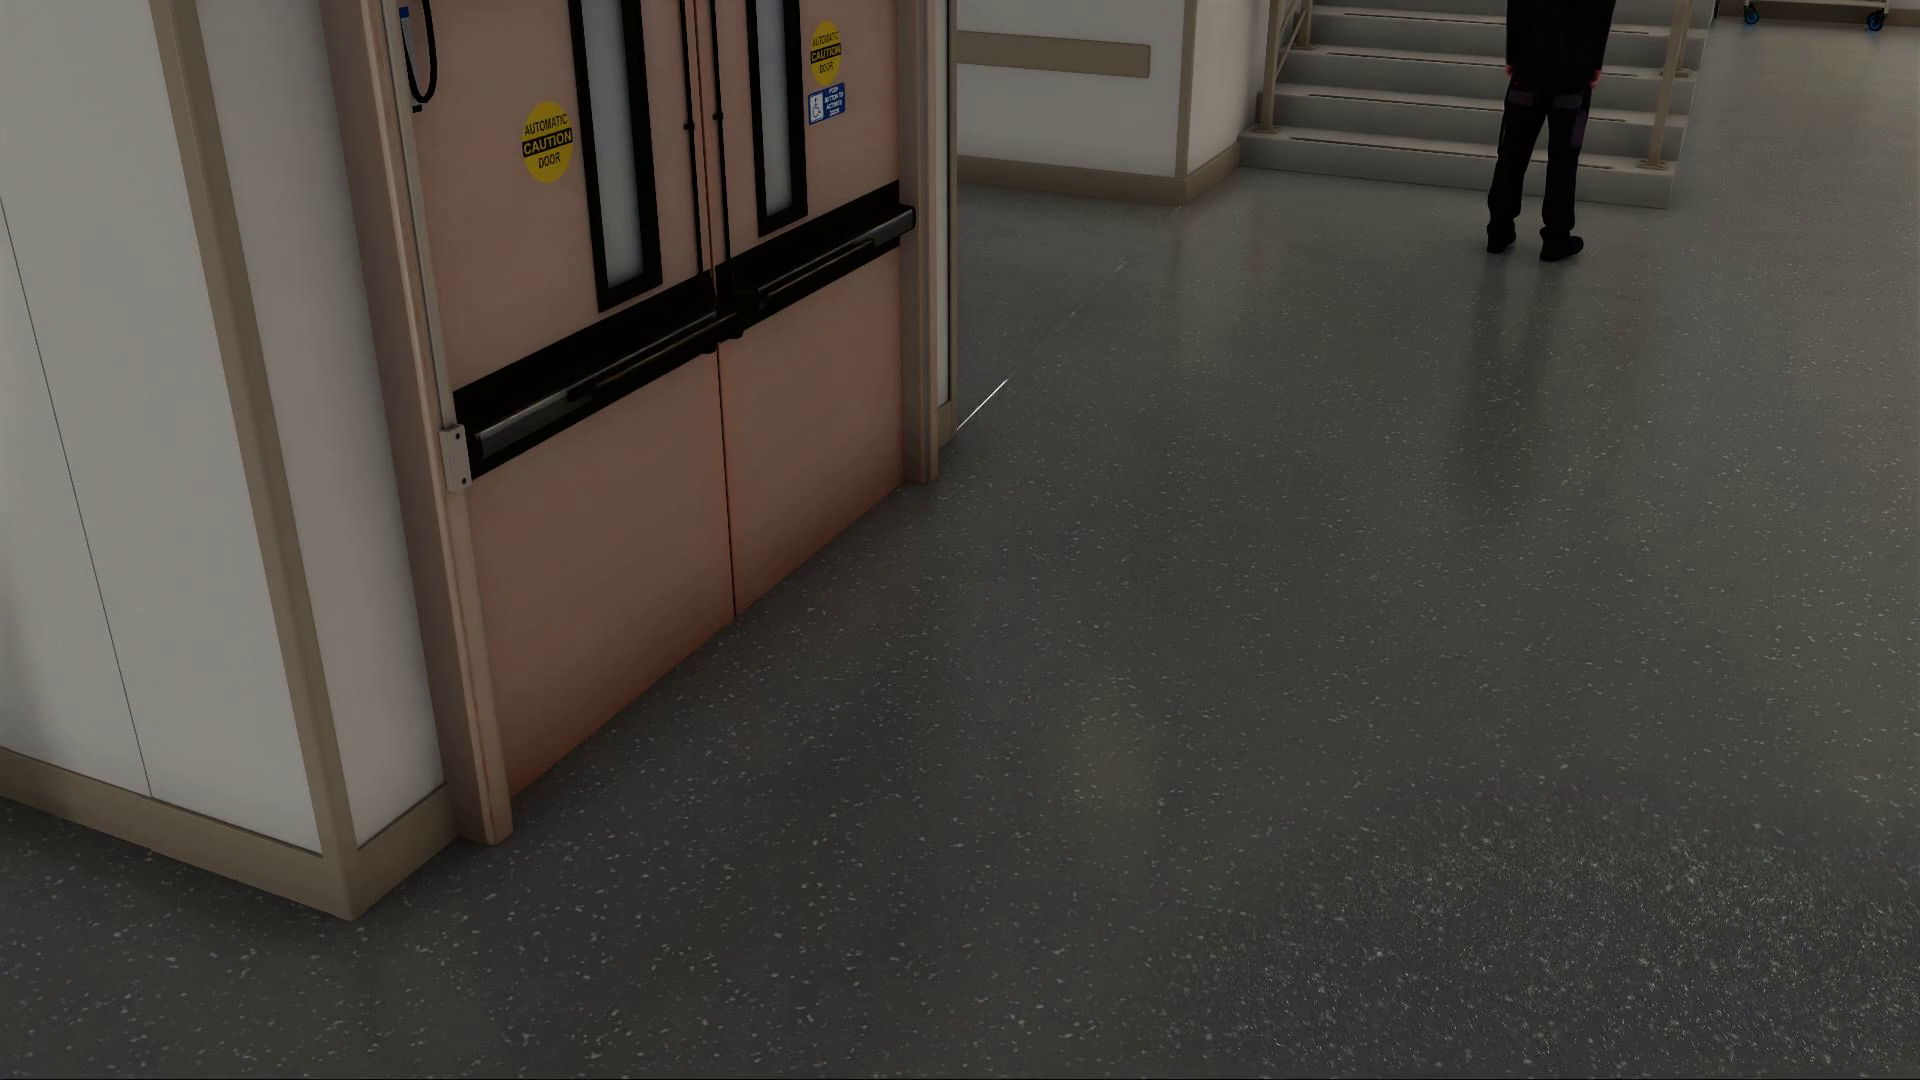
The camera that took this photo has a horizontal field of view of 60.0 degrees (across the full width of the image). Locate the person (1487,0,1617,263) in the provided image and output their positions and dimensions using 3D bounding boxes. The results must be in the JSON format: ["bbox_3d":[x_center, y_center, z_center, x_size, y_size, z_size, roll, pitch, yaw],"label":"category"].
[{"bbox_3d":[3.033,-2.408,8.492,0.740,1.917,0.664,19,31,34],"label":"person"}]
